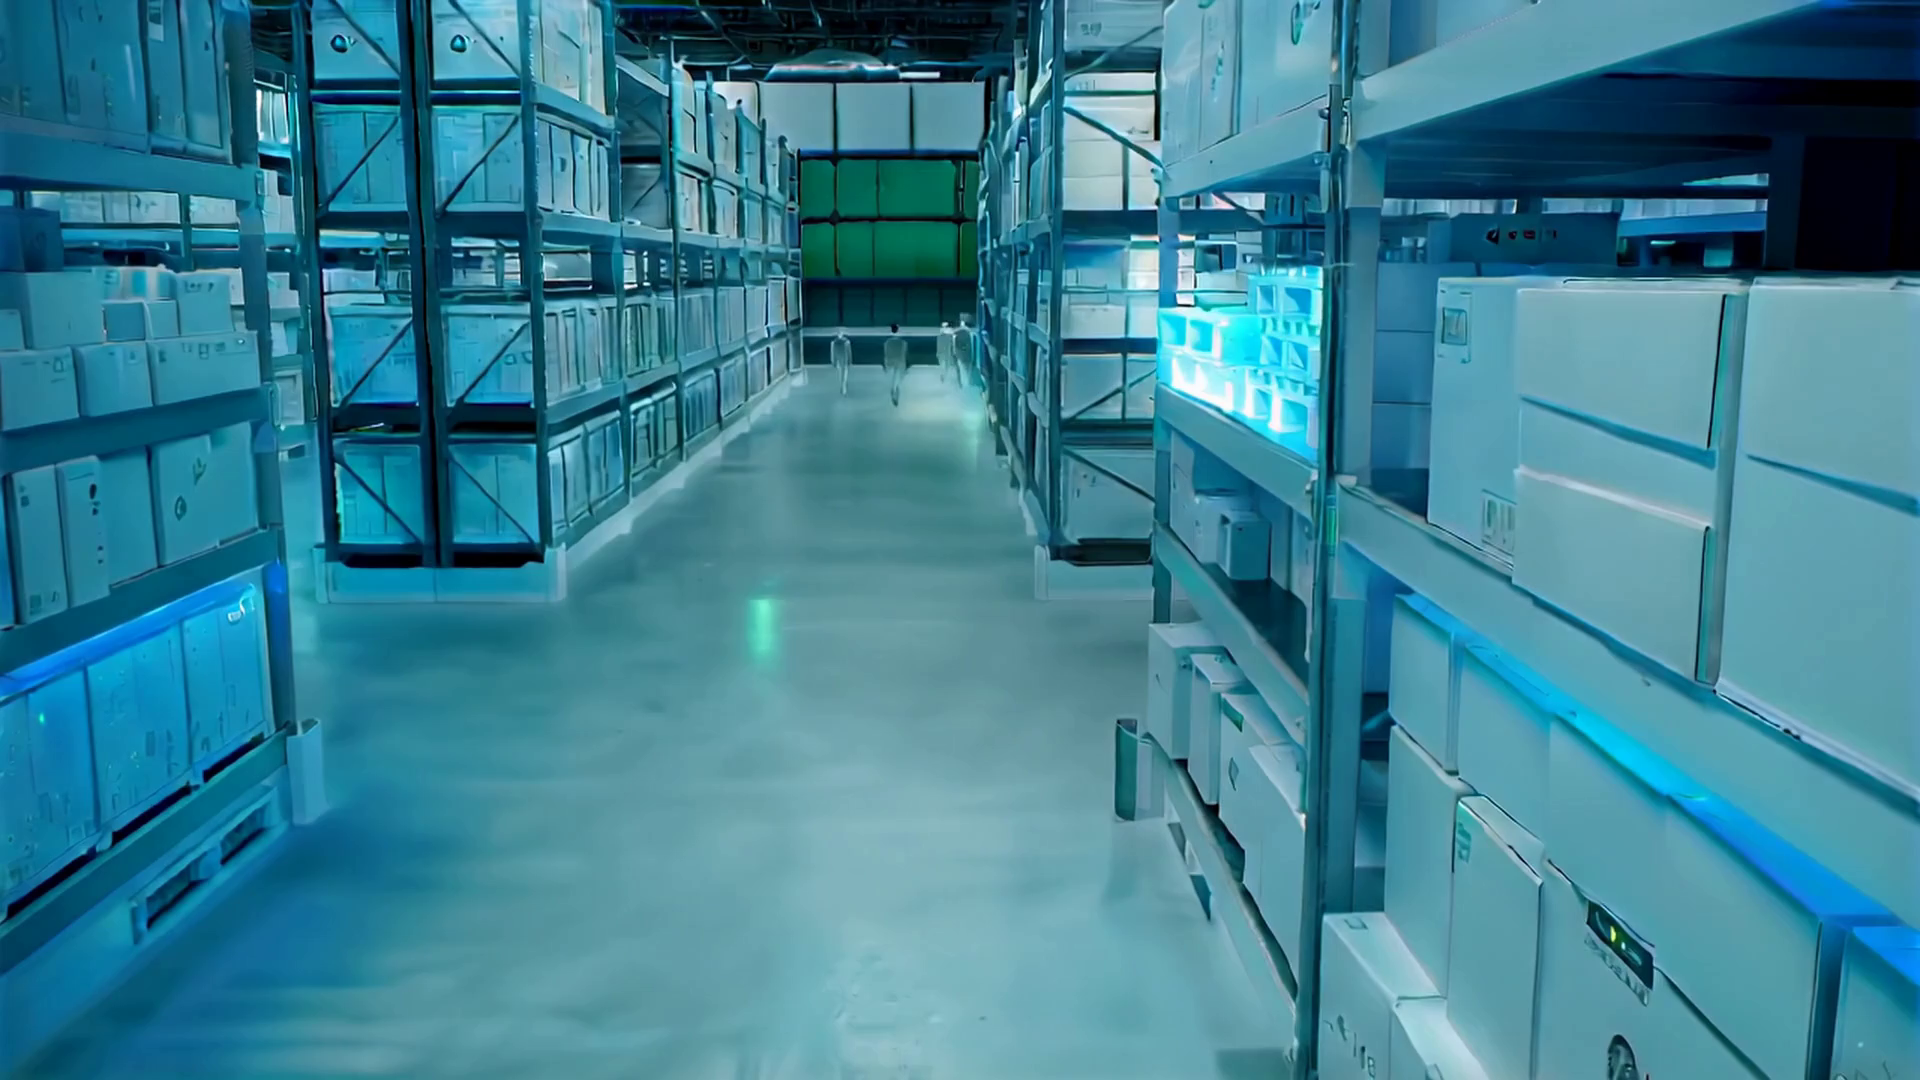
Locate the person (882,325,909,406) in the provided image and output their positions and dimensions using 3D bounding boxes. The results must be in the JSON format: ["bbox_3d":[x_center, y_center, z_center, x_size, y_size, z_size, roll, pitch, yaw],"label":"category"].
[{"bbox_3d":[-1.436,-3.858,36.828,0.600,1.804,0.826,1,9,5],"label":"person"}]

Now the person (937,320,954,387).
[{"bbox_3d":[-0.361,-4.830,42.983,0.504,1.726,0.438,4,10,23],"label":"person"}]

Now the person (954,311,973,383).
[{"bbox_3d":[0.021,-5.124,44.251,0.792,1.912,0.654,0,9,1],"label":"person"}]

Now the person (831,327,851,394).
[{"bbox_3d":[-2.890,-4.363,40.449,0.522,1.616,0.628,0,9,1],"label":"person"}]

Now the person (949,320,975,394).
[{"bbox_3d":[0.059,-4.468,40.558,0.622,1.809,0.934,-1,9,-4],"label":"person"}]
